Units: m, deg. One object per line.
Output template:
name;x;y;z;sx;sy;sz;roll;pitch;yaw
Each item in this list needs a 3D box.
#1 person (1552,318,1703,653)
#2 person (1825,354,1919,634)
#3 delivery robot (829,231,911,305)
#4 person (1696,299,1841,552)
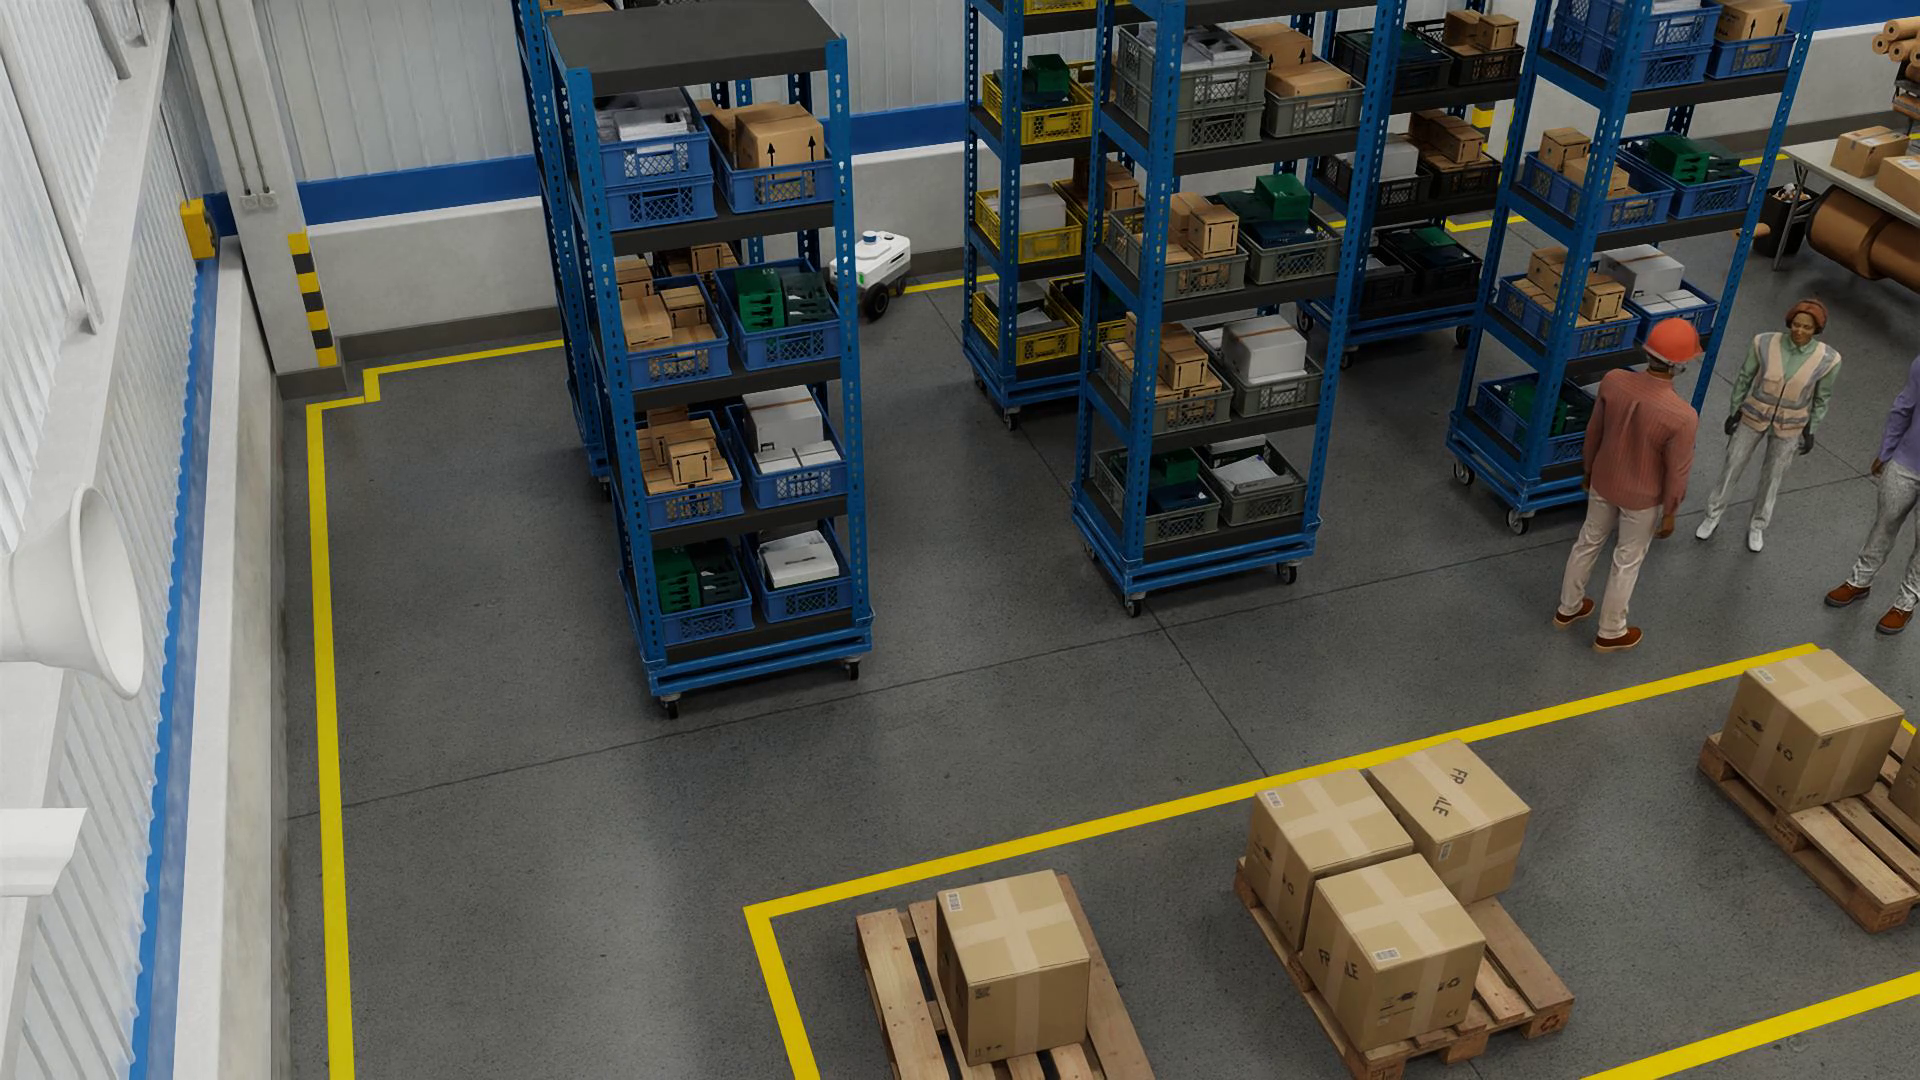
person;3.614;-0.288;8.954;0.381;1.993;0.622;-20;40;-26
person;5.320;-0.372;9.123;0.370;1.940;0.630;-21;40;-27
delivery robot;-0.683;-2.125;12.722;0.477;0.478;0.707;20;40;25
person;4.790;-0.681;9.816;0.515;1.641;0.314;18;39;23
